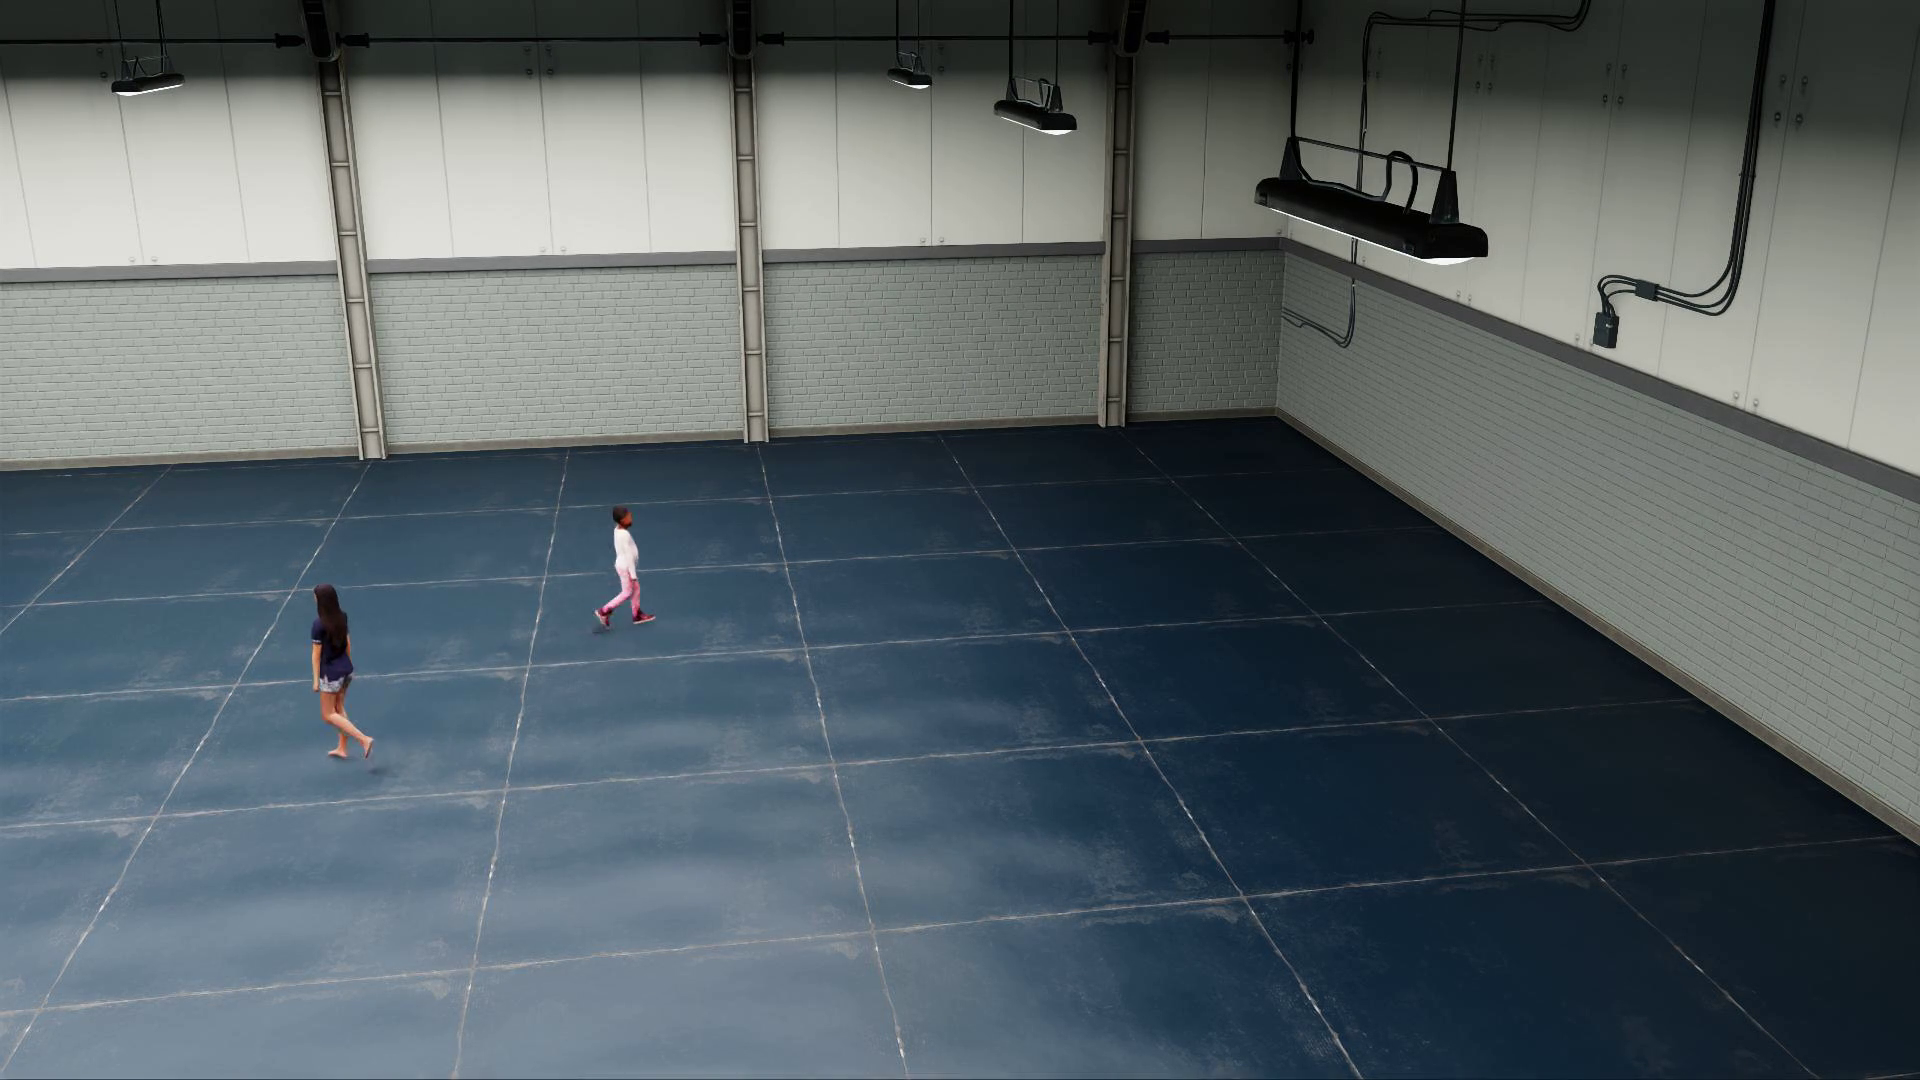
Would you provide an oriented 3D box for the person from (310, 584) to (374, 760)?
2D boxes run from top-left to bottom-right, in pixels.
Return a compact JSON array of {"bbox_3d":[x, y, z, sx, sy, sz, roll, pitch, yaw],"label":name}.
[{"bbox_3d":[-5.757,1.276,15.457,0.988,1.748,0.865,8,20,23],"label":"person"}]

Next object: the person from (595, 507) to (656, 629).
[{"bbox_3d":[-3.846,0.322,18.900,0.966,1.430,0.678,-8,20,-22],"label":"person"}]
